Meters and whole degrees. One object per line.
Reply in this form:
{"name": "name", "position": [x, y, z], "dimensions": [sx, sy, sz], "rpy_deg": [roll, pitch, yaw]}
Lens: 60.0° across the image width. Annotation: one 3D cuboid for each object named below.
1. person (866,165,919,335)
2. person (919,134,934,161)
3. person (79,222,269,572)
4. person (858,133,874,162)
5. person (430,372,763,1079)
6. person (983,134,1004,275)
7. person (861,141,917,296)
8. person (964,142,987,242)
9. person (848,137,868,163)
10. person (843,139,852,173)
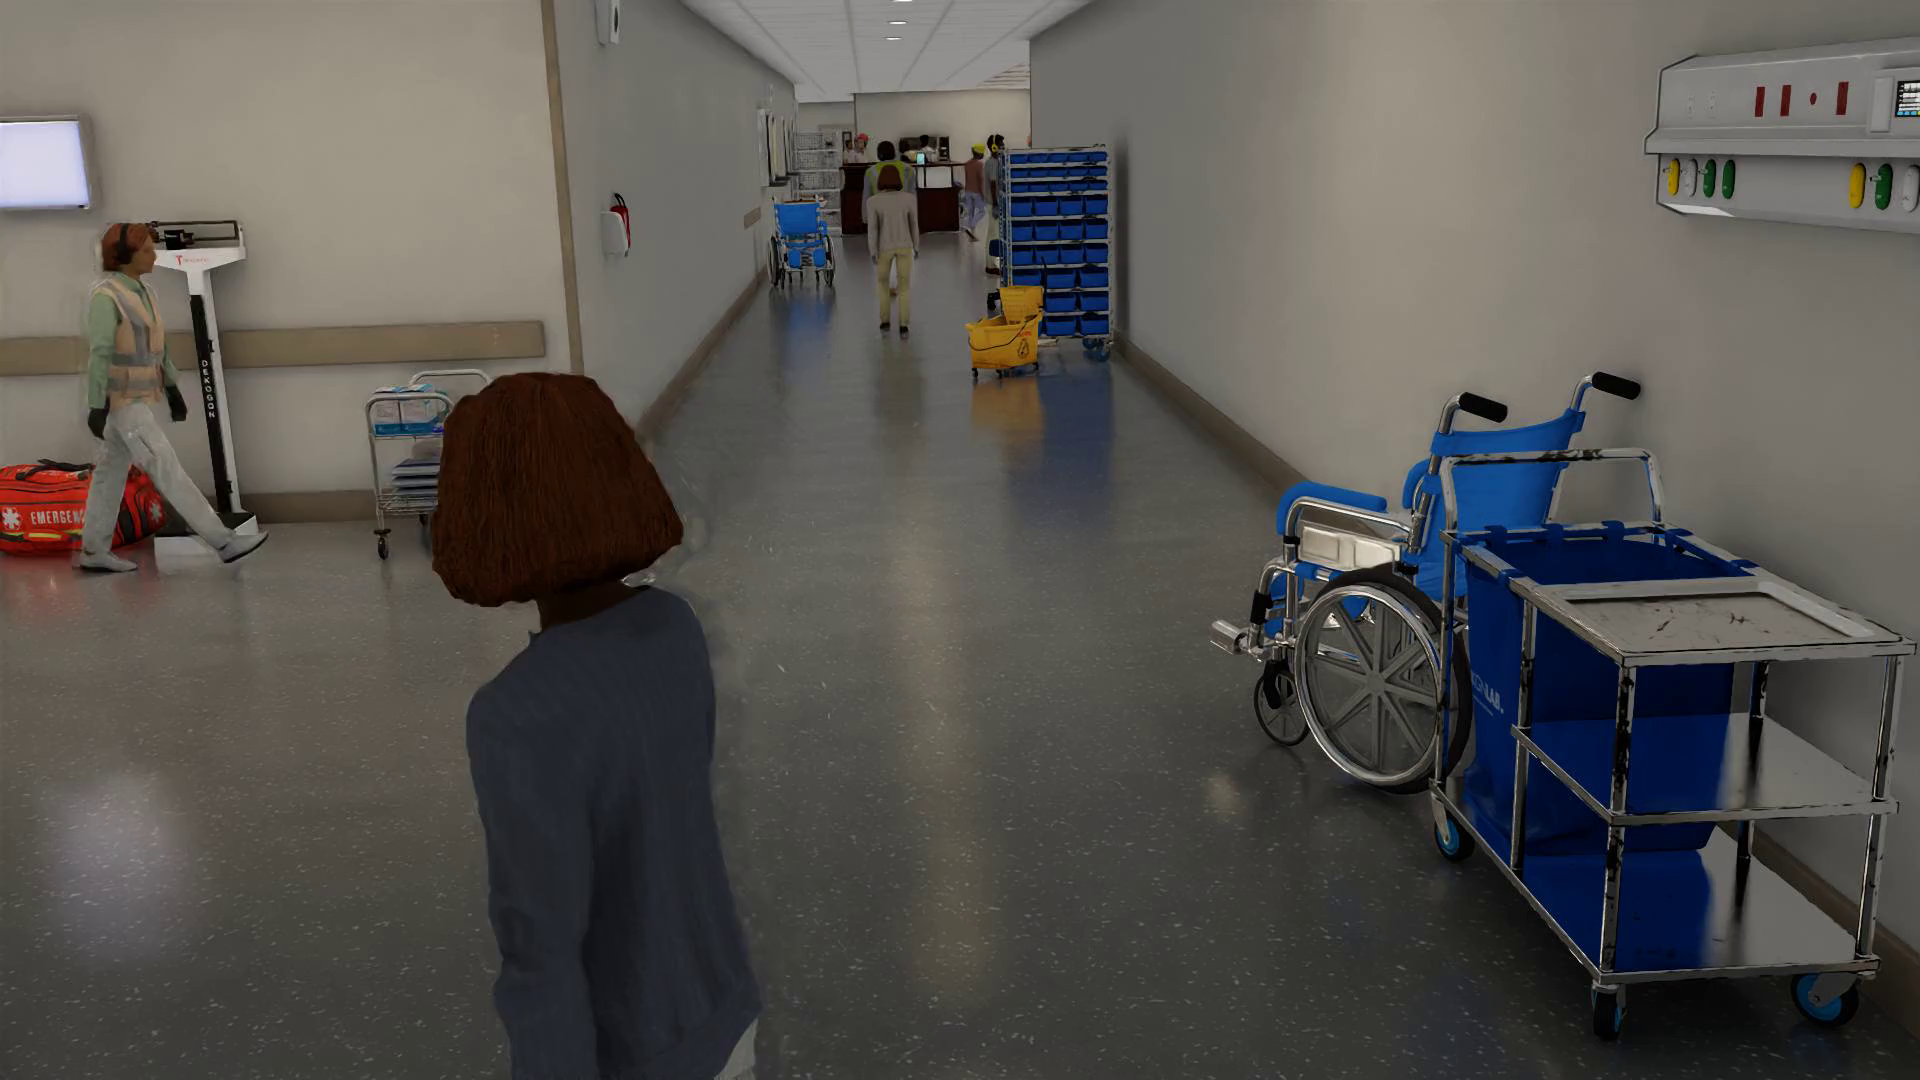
{"name": "person", "position": [-0.644, -2.805, 16.096], "dimensions": [0.515, 1.610, 0.705], "rpy_deg": [-3, 14, -7]}
{"name": "person", "position": [-0.754, -8.995, 40.881], "dimensions": [0.652, 1.927, 0.679], "rpy_deg": [5, 15, 24]}
{"name": "person", "position": [-3.667, -0.629, 7.530], "dimensions": [0.899, 1.580, 0.530], "rpy_deg": [-3, 14, -7]}
{"name": "person", "position": [-2.289, -8.898, 40.529], "dimensions": [0.466, 1.983, 0.637], "rpy_deg": [-9, 16, -28]}
{"name": "person", "position": [-0.423, 0.614, 1.967], "dimensions": [0.546, 1.616, 0.549], "rpy_deg": [2, 14, 14]}
{"name": "person", "position": [0.478, -4.527, 22.510], "dimensions": [0.329, 1.863, 0.513], "rpy_deg": [-2, 14, -1]}
{"name": "person", "position": [-0.872, -3.862, 20.000], "dimensions": [0.660, 1.825, 0.684], "rpy_deg": [-5, 14, -14]}
{"name": "person", "position": [0.248, -6.154, 29.460], "dimensions": [0.548, 1.733, 0.435], "rpy_deg": [11, 19, 43]}
{"name": "person", "position": [-2.256, -8.142, 37.591], "dimensions": [0.401, 1.906, 0.651], "rpy_deg": [5, 15, 25]}
{"name": "person", "position": [-3.368, -11.148, 50.204], "dimensions": [0.327, 1.842, 0.511], "rpy_deg": [-1, 14, 3]}
